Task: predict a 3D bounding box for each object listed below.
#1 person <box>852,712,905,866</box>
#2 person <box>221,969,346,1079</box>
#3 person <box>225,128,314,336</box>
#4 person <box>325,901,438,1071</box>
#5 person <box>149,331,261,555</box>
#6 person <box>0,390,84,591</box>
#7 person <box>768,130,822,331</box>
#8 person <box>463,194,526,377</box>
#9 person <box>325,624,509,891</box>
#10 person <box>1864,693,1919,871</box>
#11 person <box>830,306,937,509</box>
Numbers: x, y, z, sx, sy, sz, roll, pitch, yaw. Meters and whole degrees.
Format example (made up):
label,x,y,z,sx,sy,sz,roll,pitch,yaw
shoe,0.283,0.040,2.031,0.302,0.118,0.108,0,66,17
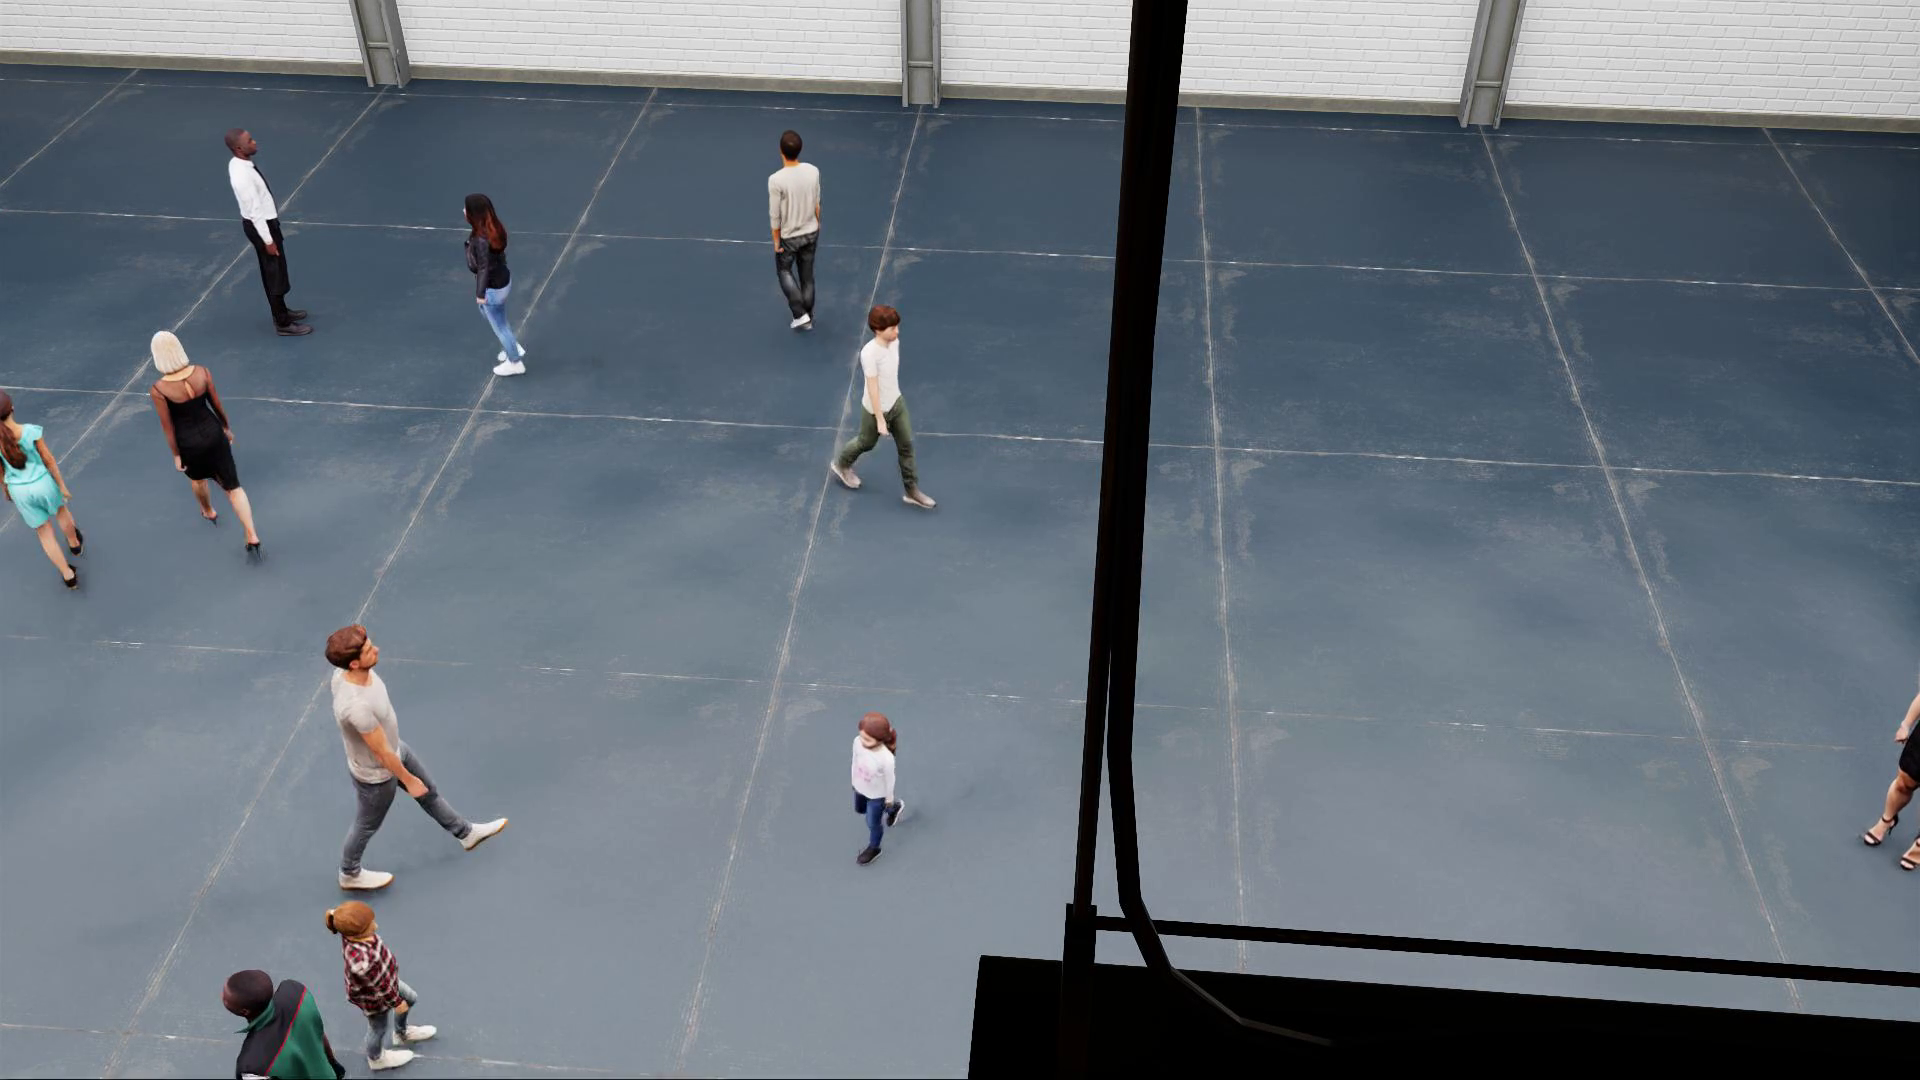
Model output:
label,x,y,z,sx,sy,sz,roll,pitch,yaw
person,-0.468,1.384,9.601,0.665,1.103,0.705,31,48,33
person,-2.901,2.583,7.547,1.174,1.794,0.729,1,39,1
person,-5.877,-2.595,13.996,0.717,1.837,0.717,-17,42,-20
person,-3.011,2.269,8.348,0.674,1.284,0.627,-12,40,-14
person,-5.256,-0.627,11.641,1.057,1.700,1.125,-29,47,-31
person,-6.327,-0.310,11.373,0.892,1.541,0.878,-18,42,-21
person,-1.323,-2.537,13.954,0.784,1.798,0.863,-18,42,-22
person,-3.715,-2.070,13.511,0.605,1.621,0.677,0,39,0
person,-3.290,1.266,9.156,1.292,1.843,0.951,-10,40,-12
person,5.550,1.175,9.377,0.802,1.711,0.742,-27,46,-30
person,-0.641,-0.979,12.147,1.186,1.619,0.960,25,45,28
